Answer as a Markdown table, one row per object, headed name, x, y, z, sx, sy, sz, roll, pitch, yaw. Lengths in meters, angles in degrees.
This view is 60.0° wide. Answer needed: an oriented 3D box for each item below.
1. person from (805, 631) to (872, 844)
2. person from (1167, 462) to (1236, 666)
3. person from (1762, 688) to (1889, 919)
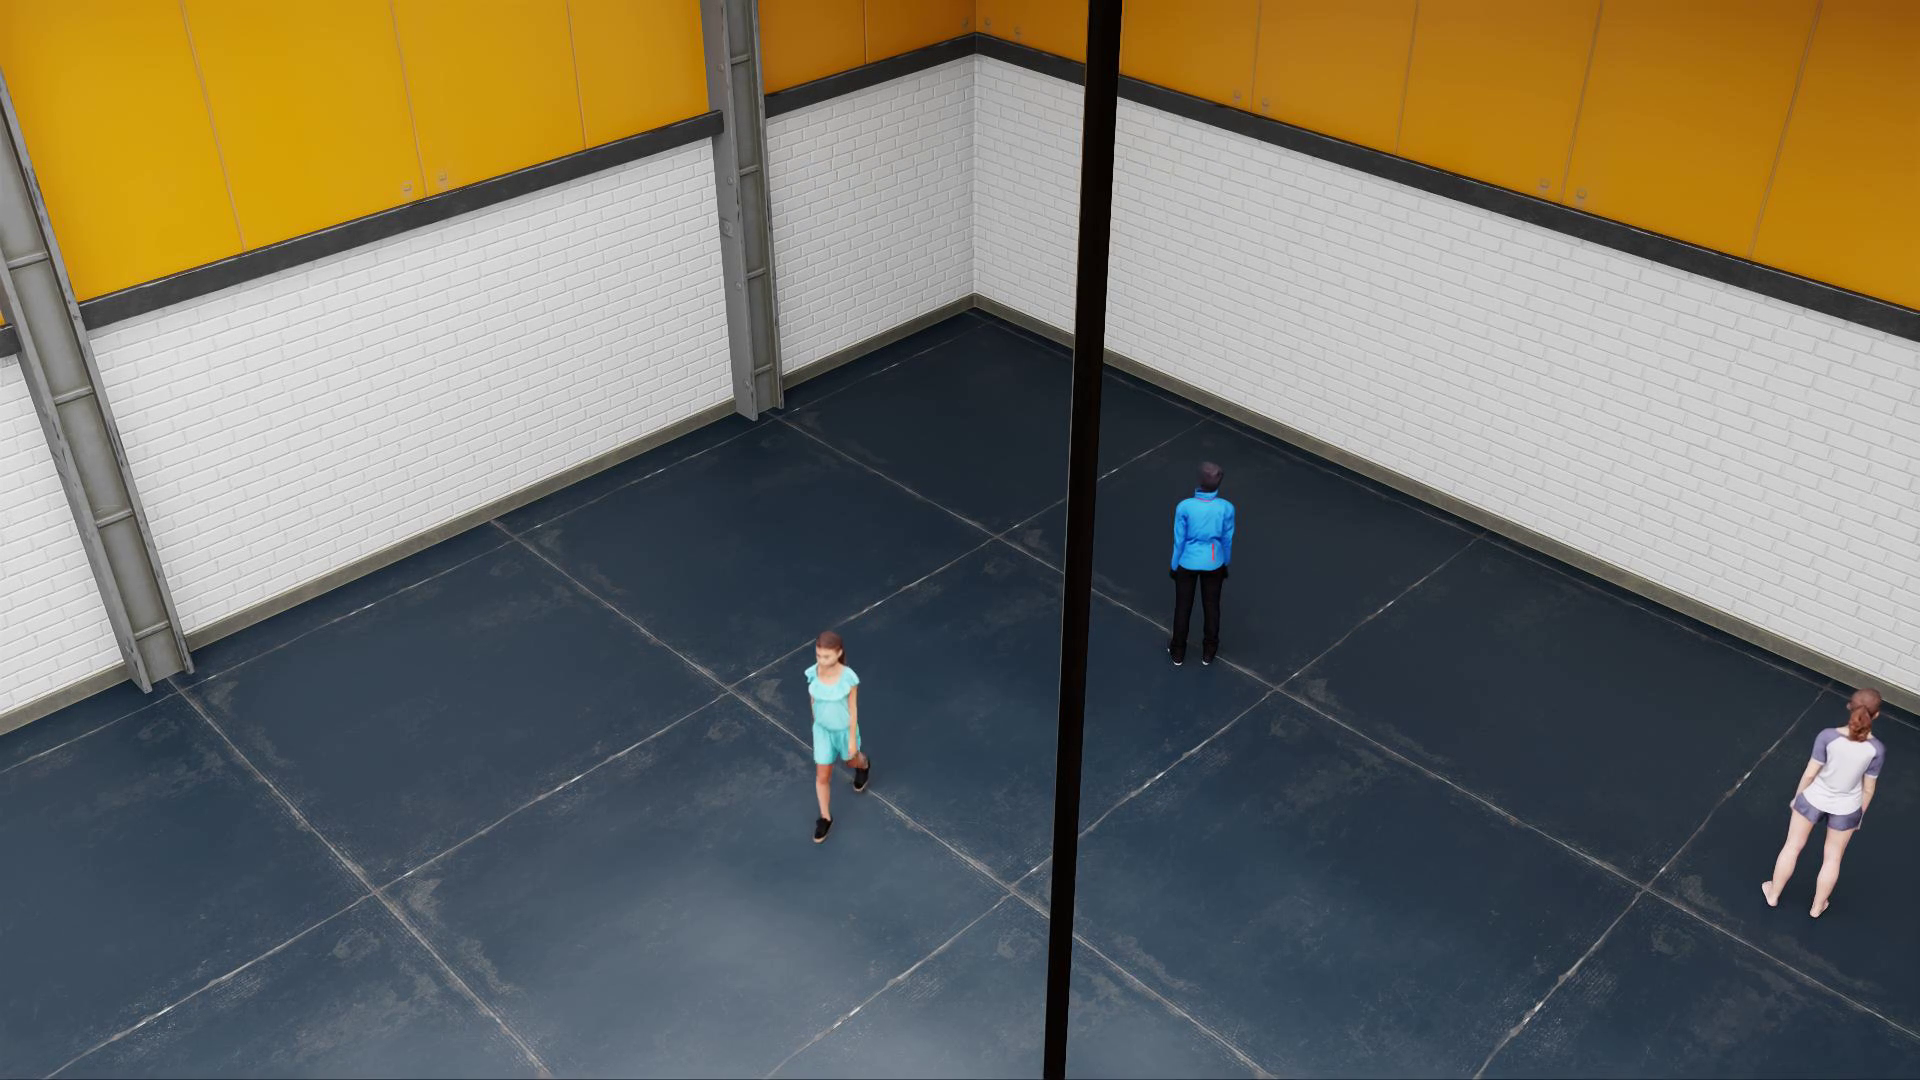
| name | x | y | z | sx | sy | sz | roll | pitch | yaw |
| --- | --- | --- | --- | --- | --- | --- | --- | --- | --- |
| person | -0.806 | 1.243 | 11.302 | 0.883 | 1.534 | 1.098 | 8 | 35 | 12 |
| person | 1.827 | 0.191 | 12.657 | 0.689 | 1.787 | 0.749 | 0 | 34 | 0 |
| person | 5.476 | 1.656 | 10.473 | 0.647 | 1.765 | 0.645 | 16 | 37 | 22 |
